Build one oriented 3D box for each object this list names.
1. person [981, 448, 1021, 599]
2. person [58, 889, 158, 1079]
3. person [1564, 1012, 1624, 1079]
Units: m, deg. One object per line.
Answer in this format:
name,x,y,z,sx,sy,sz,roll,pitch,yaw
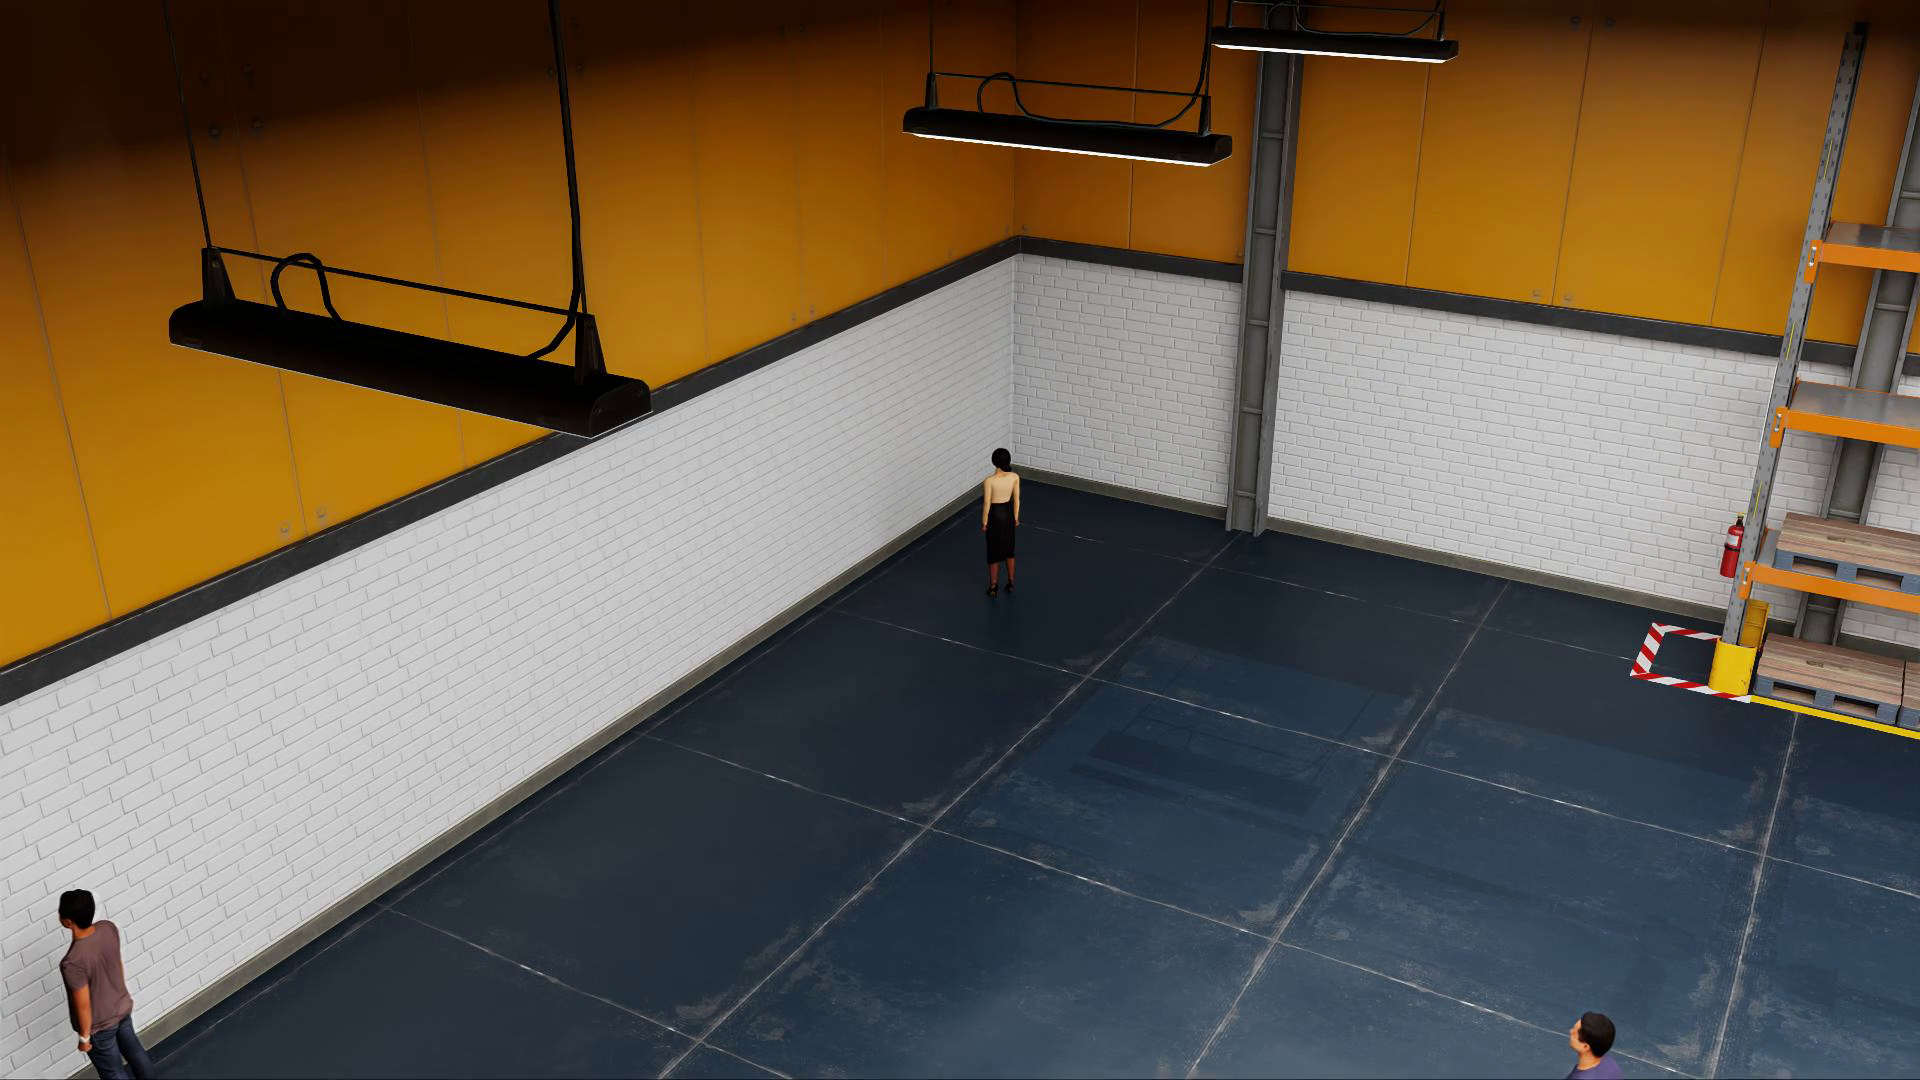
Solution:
person,0.424,-0.192,17.429,0.667,1.653,0.704,-10,25,-21
person,-5.230,2.902,10.196,0.683,1.778,0.706,3,24,6
person,3.400,3.347,9.159,0.579,1.793,0.674,18,29,35
